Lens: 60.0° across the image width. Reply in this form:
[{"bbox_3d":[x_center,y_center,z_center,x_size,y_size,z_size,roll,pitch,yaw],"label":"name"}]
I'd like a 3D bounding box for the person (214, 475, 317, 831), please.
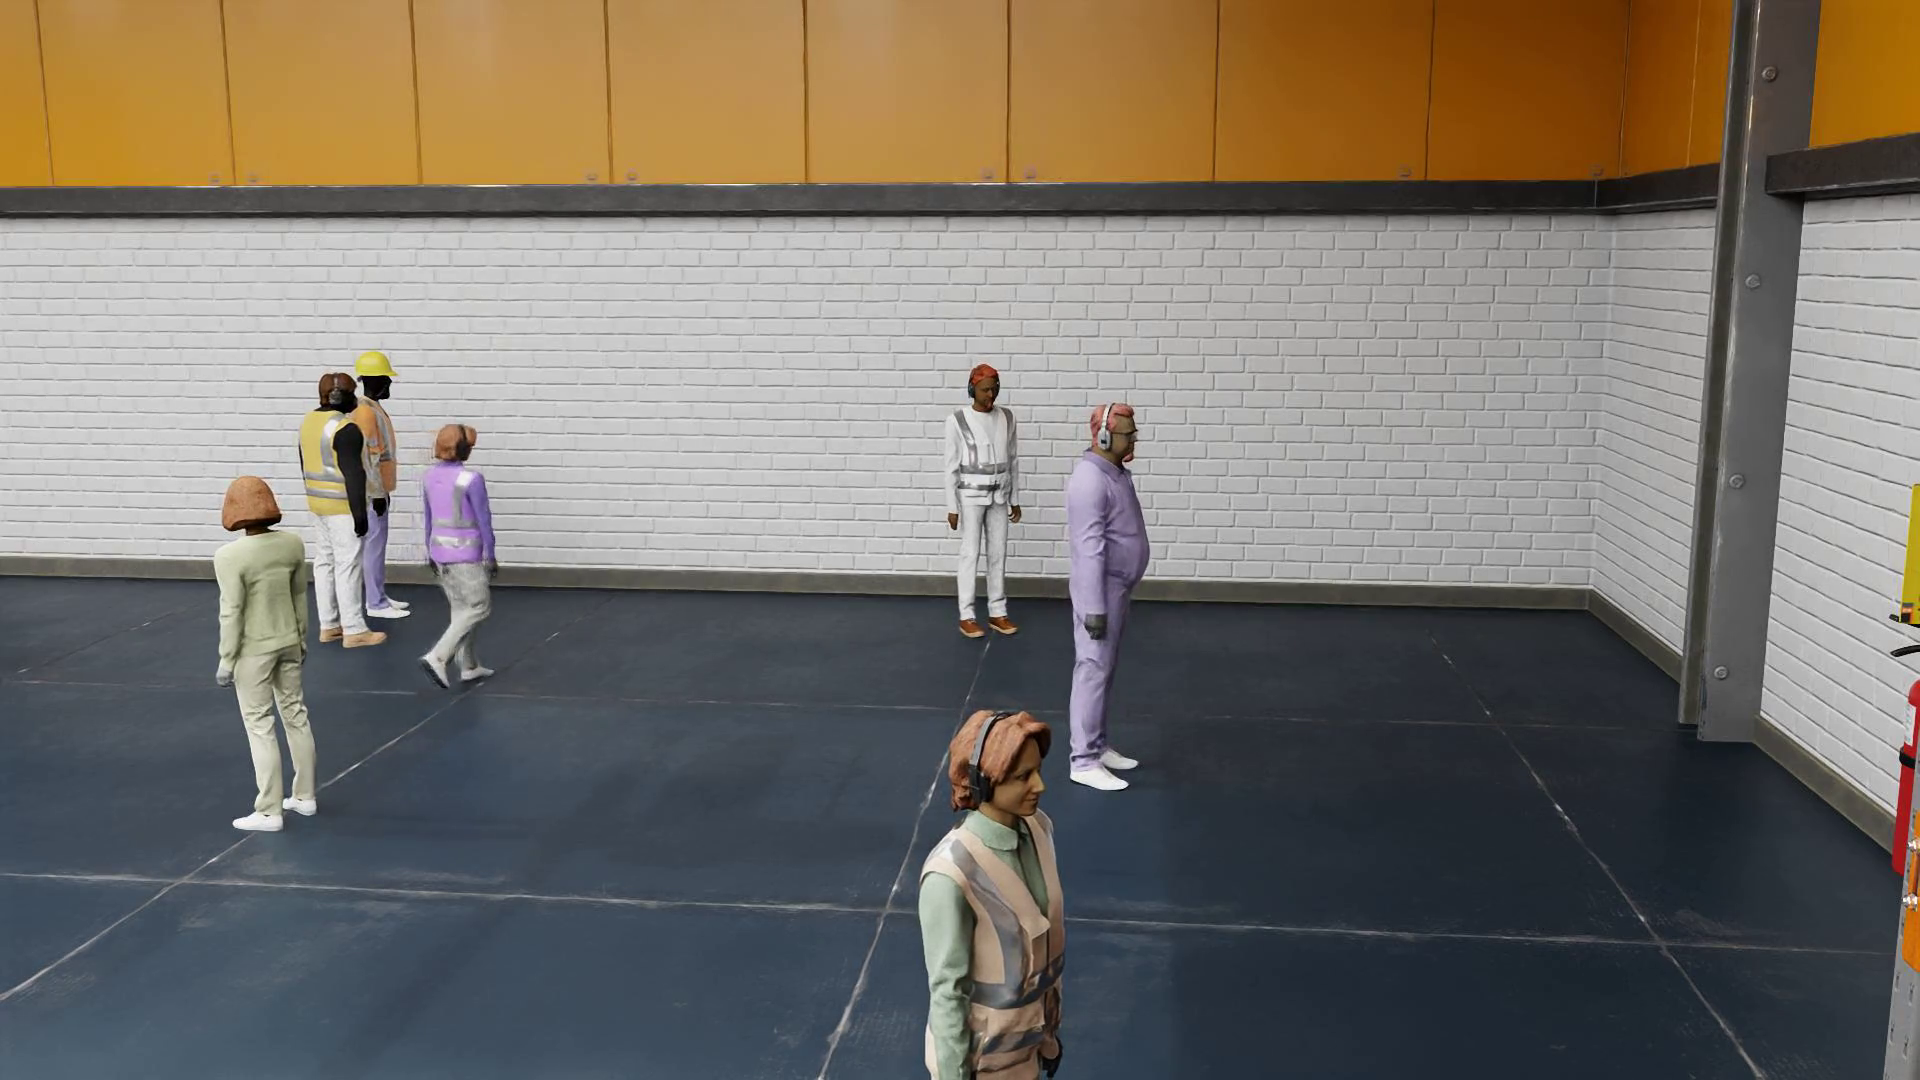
[{"bbox_3d":[-3.192,0.515,7.627,0.269,1.632,0.508,4,11,22],"label":"person"}]

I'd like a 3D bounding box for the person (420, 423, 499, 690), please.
[{"bbox_3d":[-3.041,0.103,9.996,0.529,1.620,0.567,7,12,34],"label":"person"}]

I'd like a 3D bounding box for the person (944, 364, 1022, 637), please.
[{"bbox_3d":[0.159,-0.267,11.417,0.585,1.879,0.367,-6,12,-32],"label":"person"}]

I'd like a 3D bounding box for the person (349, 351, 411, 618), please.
[{"bbox_3d":[-4.206,-0.399,12.021,0.363,1.928,0.587,-3,10,-19],"label":"person"}]

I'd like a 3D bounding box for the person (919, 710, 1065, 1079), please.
[{"bbox_3d":[0.077,1.182,3.790,0.308,1.641,0.517,5,11,26],"label":"person"}]

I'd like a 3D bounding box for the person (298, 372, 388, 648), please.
[{"bbox_3d":[-4.150,-0.205,11.164,0.625,1.840,0.430,9,13,41],"label":"person"}]

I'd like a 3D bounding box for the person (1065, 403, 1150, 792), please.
[{"bbox_3d":[0.738,0.268,8.261,0.403,1.906,0.652,3,10,14],"label":"person"}]
